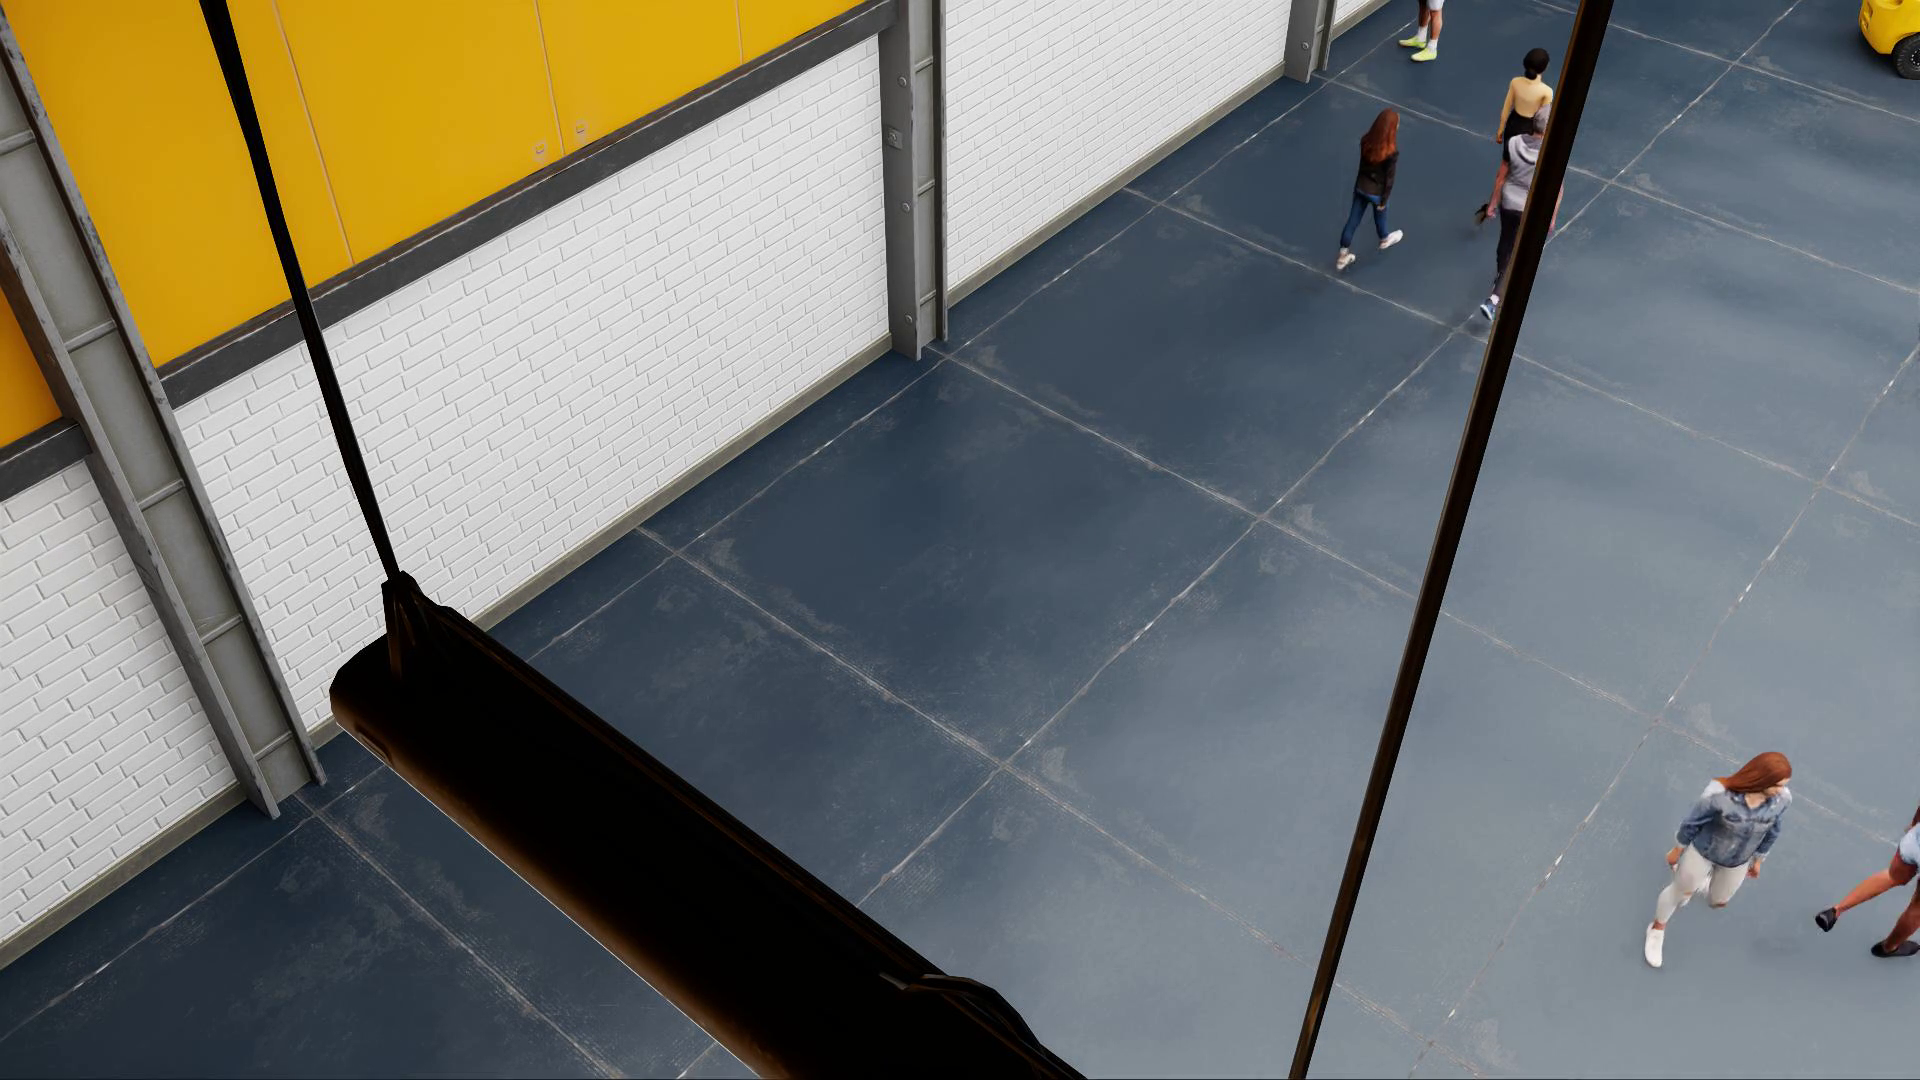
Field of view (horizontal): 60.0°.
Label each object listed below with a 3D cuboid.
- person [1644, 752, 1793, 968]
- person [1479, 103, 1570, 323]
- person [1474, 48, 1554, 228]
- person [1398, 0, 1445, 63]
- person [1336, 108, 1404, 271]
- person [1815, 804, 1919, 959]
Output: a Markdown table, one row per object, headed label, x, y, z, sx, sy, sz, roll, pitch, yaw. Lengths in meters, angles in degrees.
| label | x | y | z | sx | sy | sz | roll | pitch | yaw |
| --- | --- | --- | --- | --- | --- | --- | --- | --- | --- |
| person | 4.109 | 1.634 | 9.035 | 0.870 | 1.691 | 0.963 | 7 | 44 | 7 |
| person | 4.494 | -2.618 | 13.421 | 0.720 | 1.797 | 1.170 | 29 | 51 | 27 |
| person | 4.806 | -3.442 | 14.408 | 0.994 | 1.628 | 0.654 | -32 | 52 | -29 |
| person | 4.770 | -5.715 | 16.645 | 0.745 | 1.835 | 0.715 | -9 | 44 | -9 |
| person | 3.417 | -2.924 | 13.998 | 0.949 | 1.444 | 0.614 | -34 | 53 | -31 |
| person | 5.133 | 1.701 | 8.937 | 0.980 | 1.729 | 0.894 | -6 | 44 | -6 |
